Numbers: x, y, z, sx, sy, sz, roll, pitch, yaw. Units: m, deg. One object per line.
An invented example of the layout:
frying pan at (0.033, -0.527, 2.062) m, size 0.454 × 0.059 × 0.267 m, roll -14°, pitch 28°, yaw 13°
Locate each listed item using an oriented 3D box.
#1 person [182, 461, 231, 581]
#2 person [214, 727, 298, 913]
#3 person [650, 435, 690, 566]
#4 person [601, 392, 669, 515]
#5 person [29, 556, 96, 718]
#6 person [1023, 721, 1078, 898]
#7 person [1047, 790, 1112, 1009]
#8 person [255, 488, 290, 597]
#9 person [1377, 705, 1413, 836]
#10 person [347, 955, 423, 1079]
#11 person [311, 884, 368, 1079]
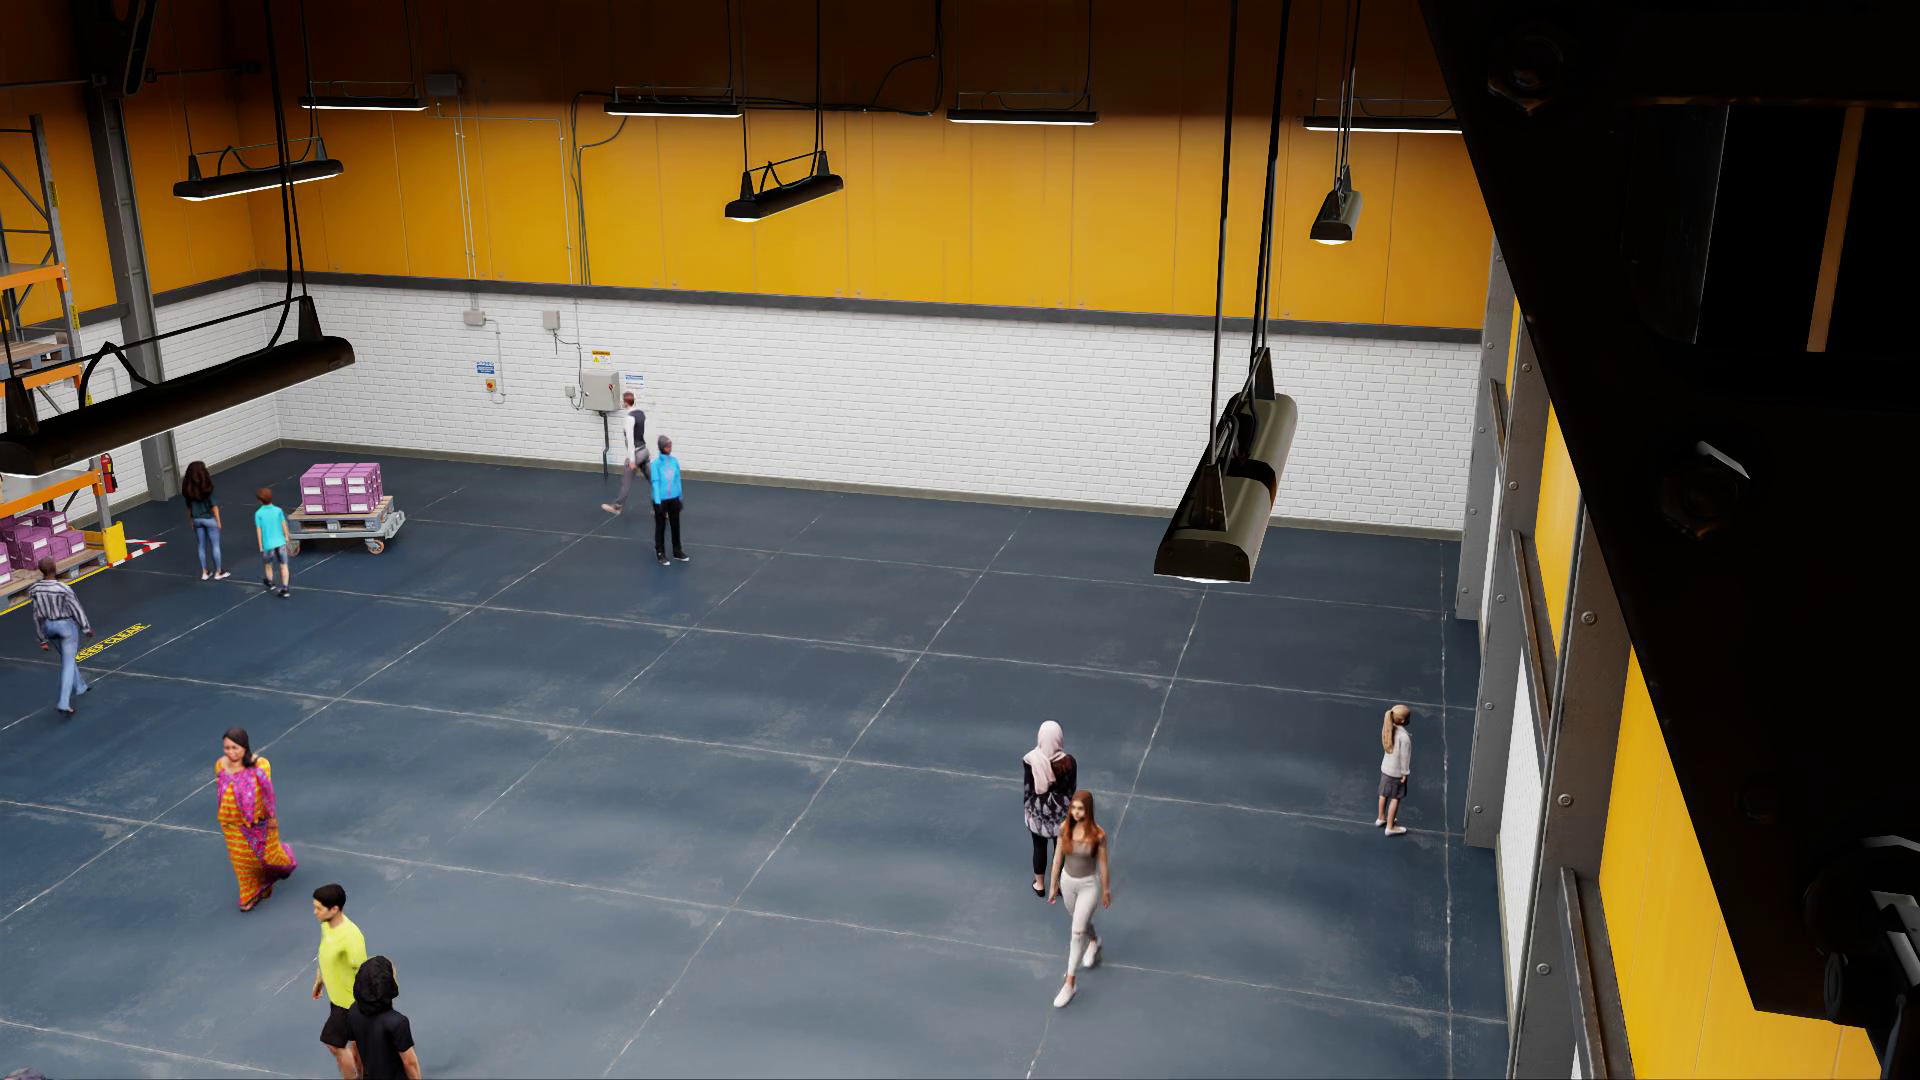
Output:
person at (-10.047, -0.265, 22.118) m, size 0.639 × 1.615 × 0.638 m, roll 2°, pitch 19°, yaw 5°
person at (-6.092, 2.336, 14.312) m, size 0.743 × 1.669 × 0.943 m, roll 1°, pitch 19°, yaw 4°
person at (-4.037, -0.557, 22.704) m, size 0.701 × 1.795 × 0.789 m, roll -16°, pitch 24°, yaw -39°
person at (-4.674, -1.223, 24.535) m, size 0.782 × 1.888 × 1.125 m, roll 6°, pitch 20°, yaw 18°
person at (-9.700, 1.074, 17.930) m, size 0.732 × 1.751 × 1.074 m, roll 2°, pitch 19°, yaw 5°
person at (0.779, 2.323, 14.397) m, size 0.687 × 1.637 × 0.684 m, roll 0°, pitch 19°, yaw 1°
person at (0.987, 2.730, 13.120) m, size 0.835 × 1.682 × 1.207 m, roll 11°, pitch 21°, yaw 29°
person at (-8.849, 0.051, 21.482) m, size 0.885 × 1.421 × 0.904 m, roll -13°, pitch 23°, yaw -34°
person at (4.066, 2.125, 15.554) m, size 0.654 × 1.275 × 0.581 m, roll -6°, pitch 20°, yaw -17°
person at (-3.663, 3.481, 10.650) m, size 0.662 × 1.835 × 0.557 m, roll 7°, pitch 20°, yaw 20°
person at (-4.284, 3.168, 11.806) m, size 0.849 × 1.691 × 0.793 m, roll -14°, pitch 23°, yaw -35°
